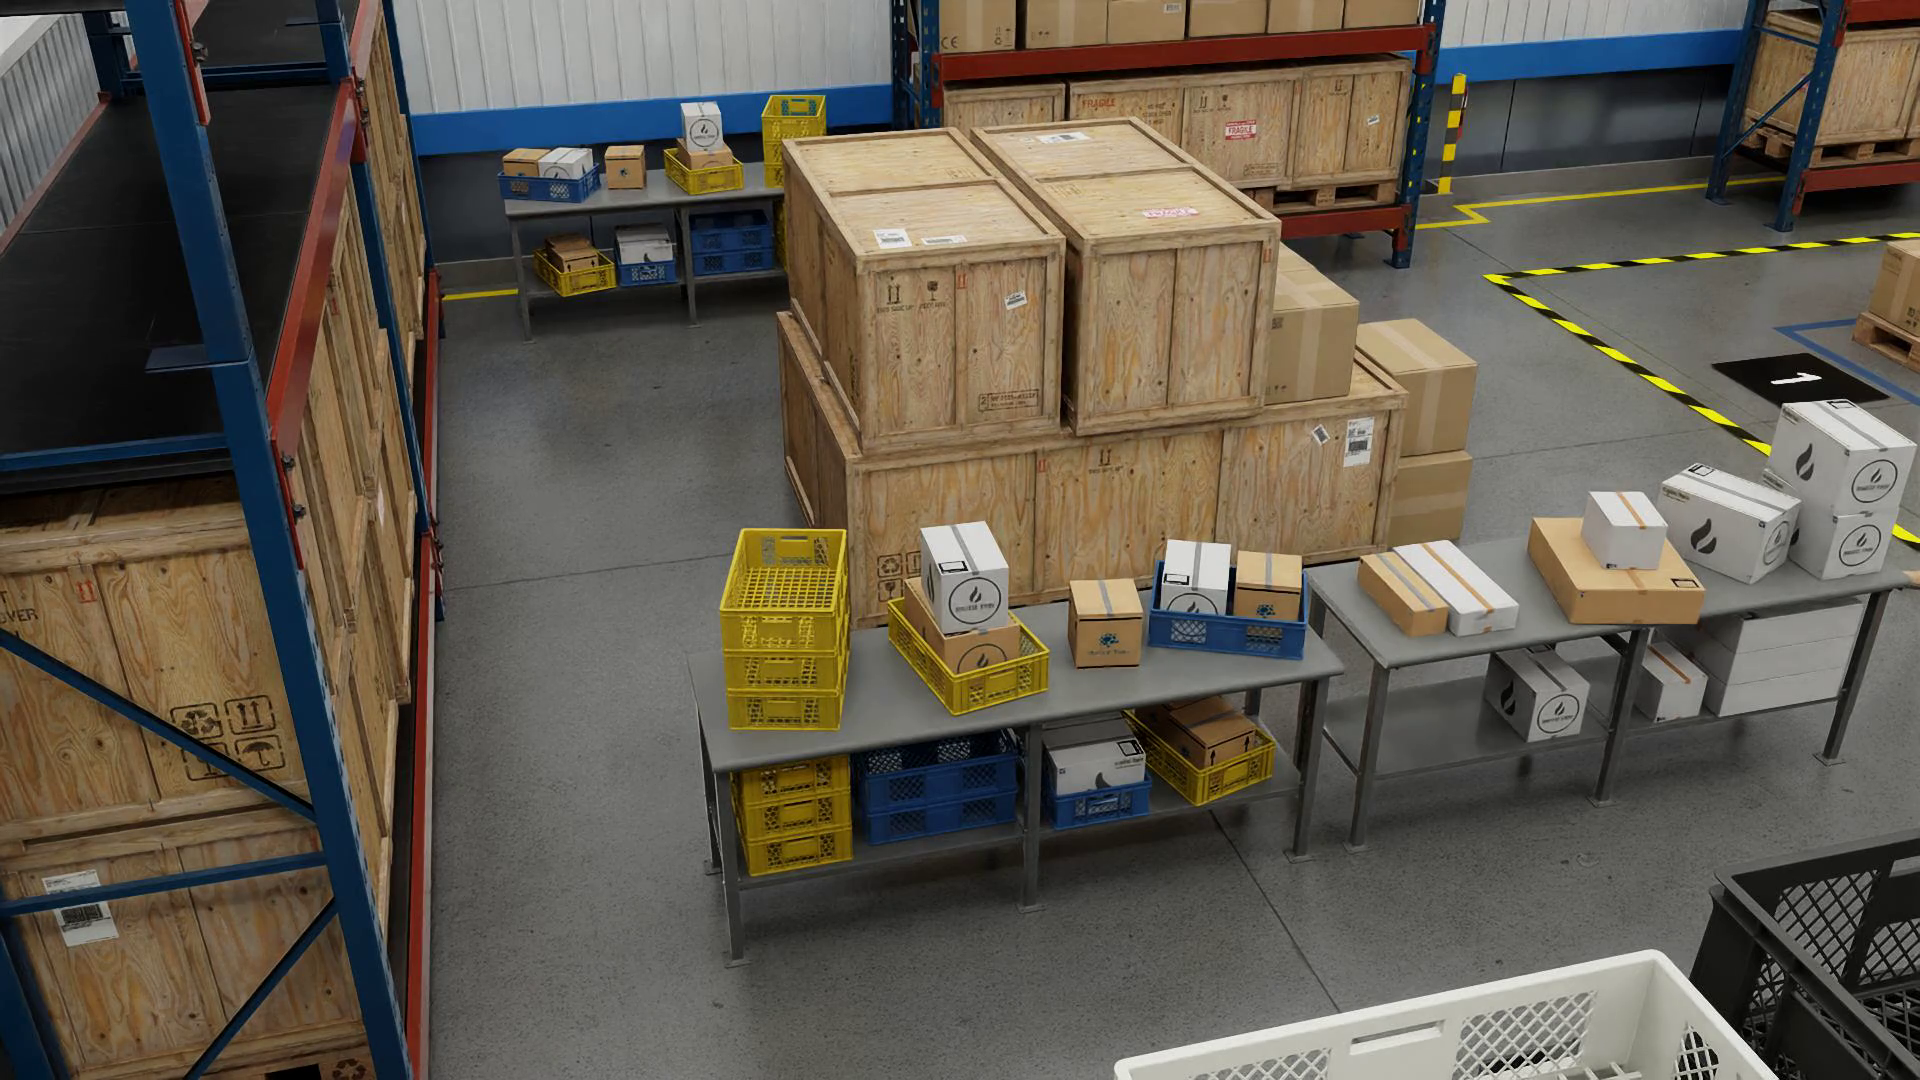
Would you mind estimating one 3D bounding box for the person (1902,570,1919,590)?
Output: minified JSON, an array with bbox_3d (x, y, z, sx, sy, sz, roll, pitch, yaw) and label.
[{"bbox_3d":[5.184,-0.557,8.291,0.378,2.041,0.614,0,29,0],"label":"person"}]
